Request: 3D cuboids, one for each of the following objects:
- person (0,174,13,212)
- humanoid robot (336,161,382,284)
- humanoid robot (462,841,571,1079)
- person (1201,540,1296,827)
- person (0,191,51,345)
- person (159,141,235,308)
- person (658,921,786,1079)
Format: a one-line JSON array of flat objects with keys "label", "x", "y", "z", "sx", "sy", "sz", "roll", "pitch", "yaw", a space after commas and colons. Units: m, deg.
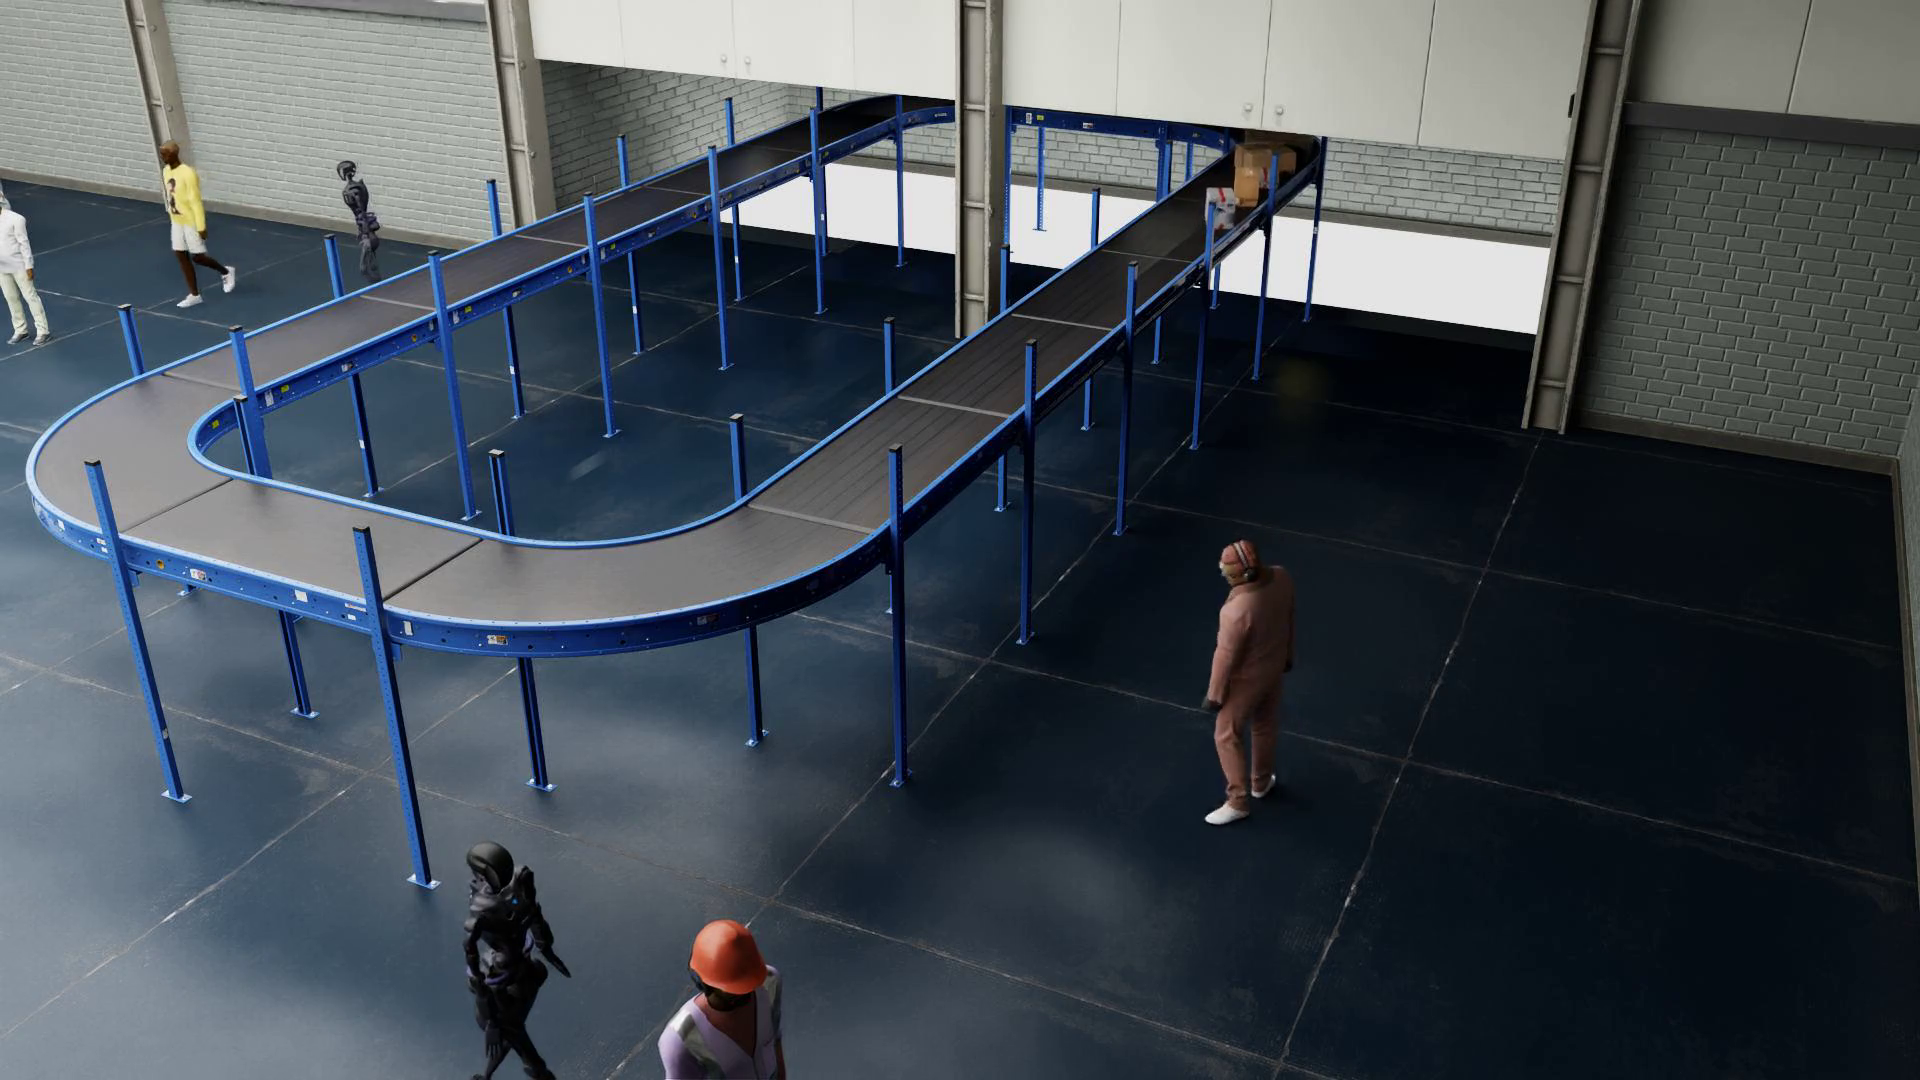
[{"label": "person", "x": -12.237, "y": -4.571, "z": 20.810, "sx": 0.376, "sy": 1.939, "sz": 0.627, "roll": 5, "pitch": 27, "yaw": 9}, {"label": "humanoid robot", "x": -6.791, "y": -3.511, "z": 18.969, "sx": 0.378, "sy": 1.640, "sz": 0.612, "roll": -12, "pitch": 29, "yaw": -23}, {"label": "humanoid robot", "x": -2.070, "y": 2.067, "z": 7.783, "sx": 0.787, "sy": 1.629, "sz": 0.589, "roll": 8, "pitch": 28, "yaw": 16}, {"label": "person", "x": 1.761, "y": 0.800, "z": 10.070, "sx": 0.397, "sy": 1.873, "sz": 0.755, "roll": 23, "pitch": 35, "yaw": 39}, {"label": "person", "x": -10.138, "y": -2.933, "z": 17.727, "sx": 0.563, "sy": 1.745, "sz": 0.347, "roll": 4, "pitch": 27, "yaw": 8}, {"label": "person", "x": -8.764, "y": -3.621, "z": 18.953, "sx": 0.557, "sy": 1.876, "sz": 0.648, "roll": 14, "pitch": 29, "yaw": 25}, {"label": "person", "x": -0.889, "y": 2.367, "z": 6.716, "sx": 0.370, "sy": 2.042, "sz": 0.613, "roll": 19, "pitch": 32, "yaw": 33}]
